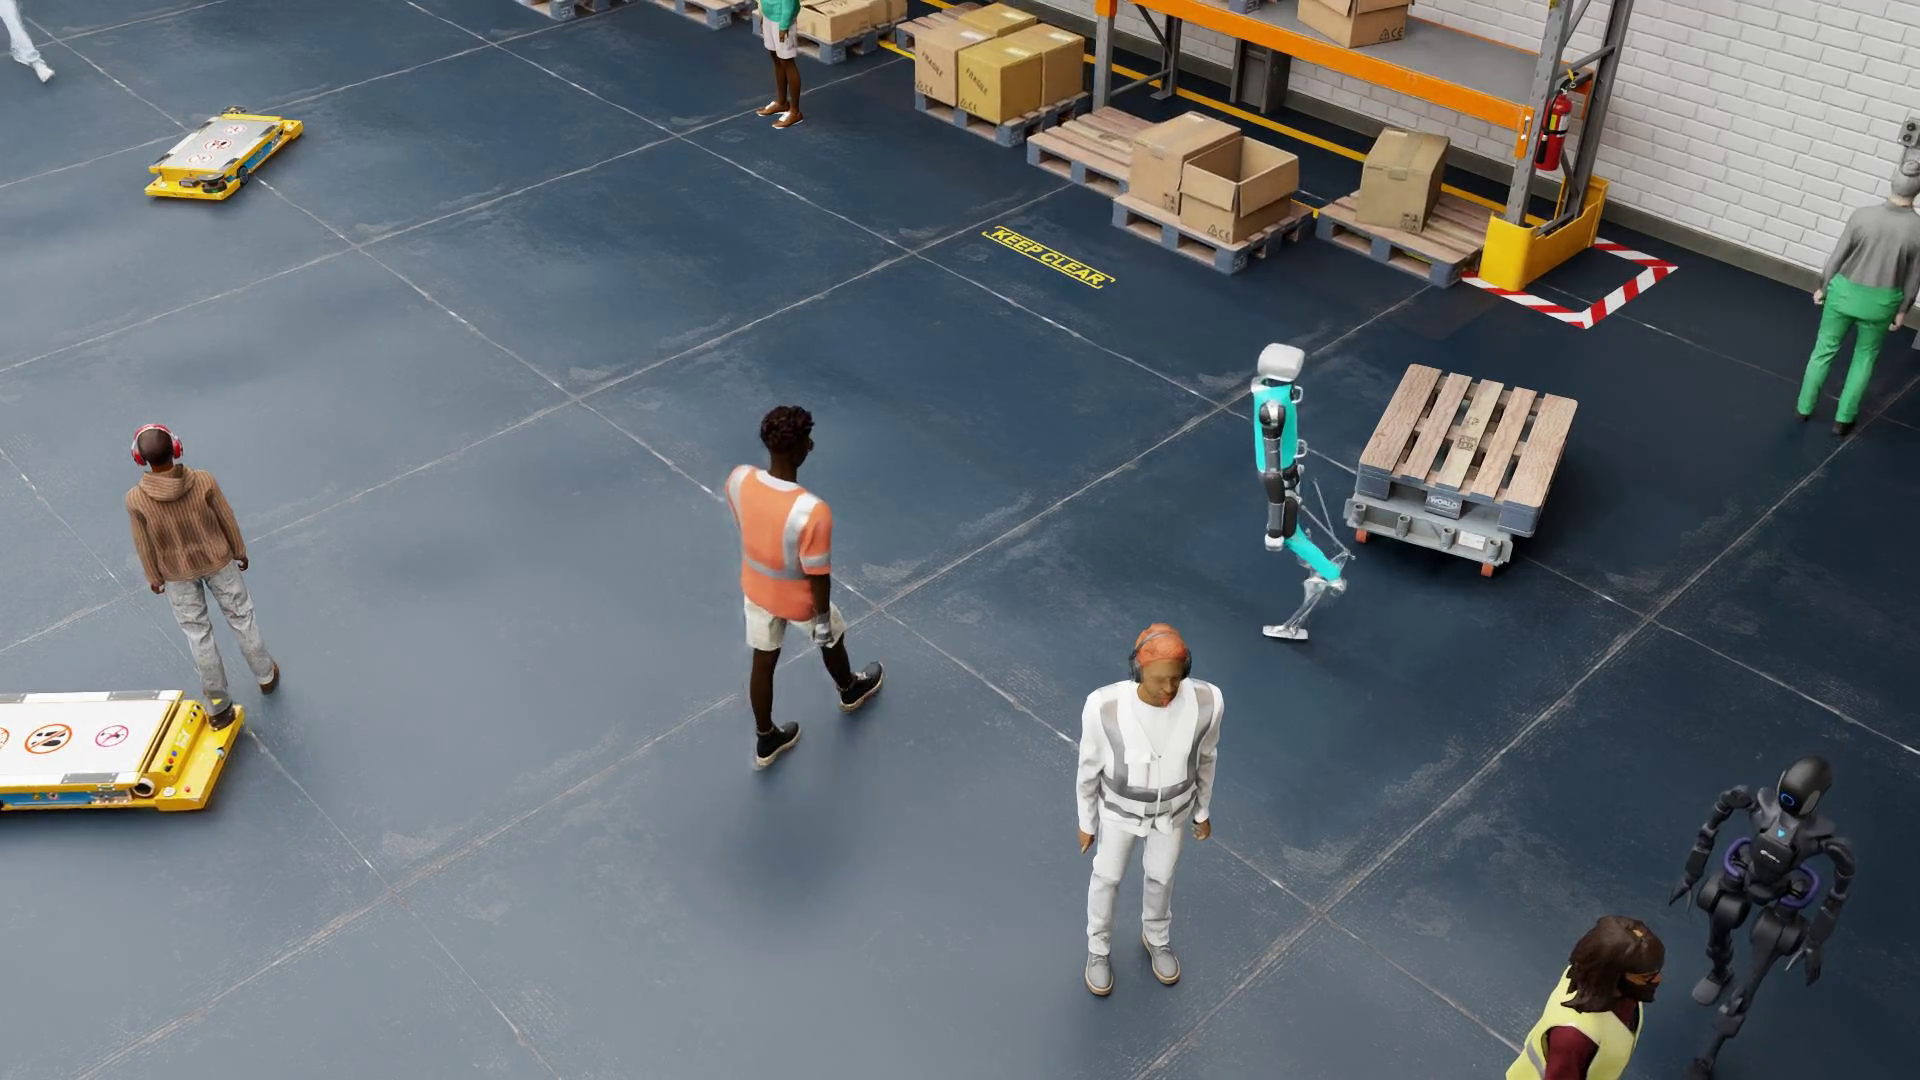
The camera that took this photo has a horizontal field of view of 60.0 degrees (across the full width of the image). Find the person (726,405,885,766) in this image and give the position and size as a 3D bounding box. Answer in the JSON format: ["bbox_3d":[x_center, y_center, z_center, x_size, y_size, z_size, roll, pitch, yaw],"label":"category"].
[{"bbox_3d":[-0.745,0.156,7.947,0.629,1.923,0.926,22,42,27],"label":"person"}]

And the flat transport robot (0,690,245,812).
[{"bbox_3d":[-4.344,1.046,8.149,1.431,0.231,0.659,-1,37,-2],"label":"flat transport robot"}]

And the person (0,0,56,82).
[{"bbox_3d":[-8.595,-5.102,14.968,1.009,1.860,0.608,26,44,30],"label":"person"}]

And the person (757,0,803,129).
[{"bbox_3d":[-1.533,-4.443,14.106,0.396,1.850,0.494,-19,41,-23],"label":"person"}]

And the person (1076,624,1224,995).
[{"bbox_3d":[0.749,1.102,6.737,0.573,1.882,0.356,-6,37,-8],"label":"person"}]

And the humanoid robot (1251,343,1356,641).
[{"bbox_3d":[1.797,-0.119,8.569,0.752,1.886,0.545,7,38,9],"label":"humanoid robot"}]

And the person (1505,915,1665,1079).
[{"bbox_3d":[2.088,1.918,5.750,0.377,1.768,0.466,24,43,28],"label":"person"}]

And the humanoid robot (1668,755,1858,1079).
[{"bbox_3d":[3.112,1.428,6.511,0.612,1.618,0.778,29,46,33],"label":"humanoid robot"}]

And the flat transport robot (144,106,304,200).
[{"bbox_3d":[-6.087,-3.210,13.783,0.659,0.231,1.431,5,37,7],"label":"flat transport robot"}]

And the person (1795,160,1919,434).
[{"bbox_3d":[5.555,-1.504,10.221,0.532,1.835,0.386,17,40,22],"label":"person"}]

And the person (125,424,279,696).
[{"bbox_3d":[-3.748,0.147,8.189,0.474,1.650,0.321,-20,42,-25],"label":"person"}]
